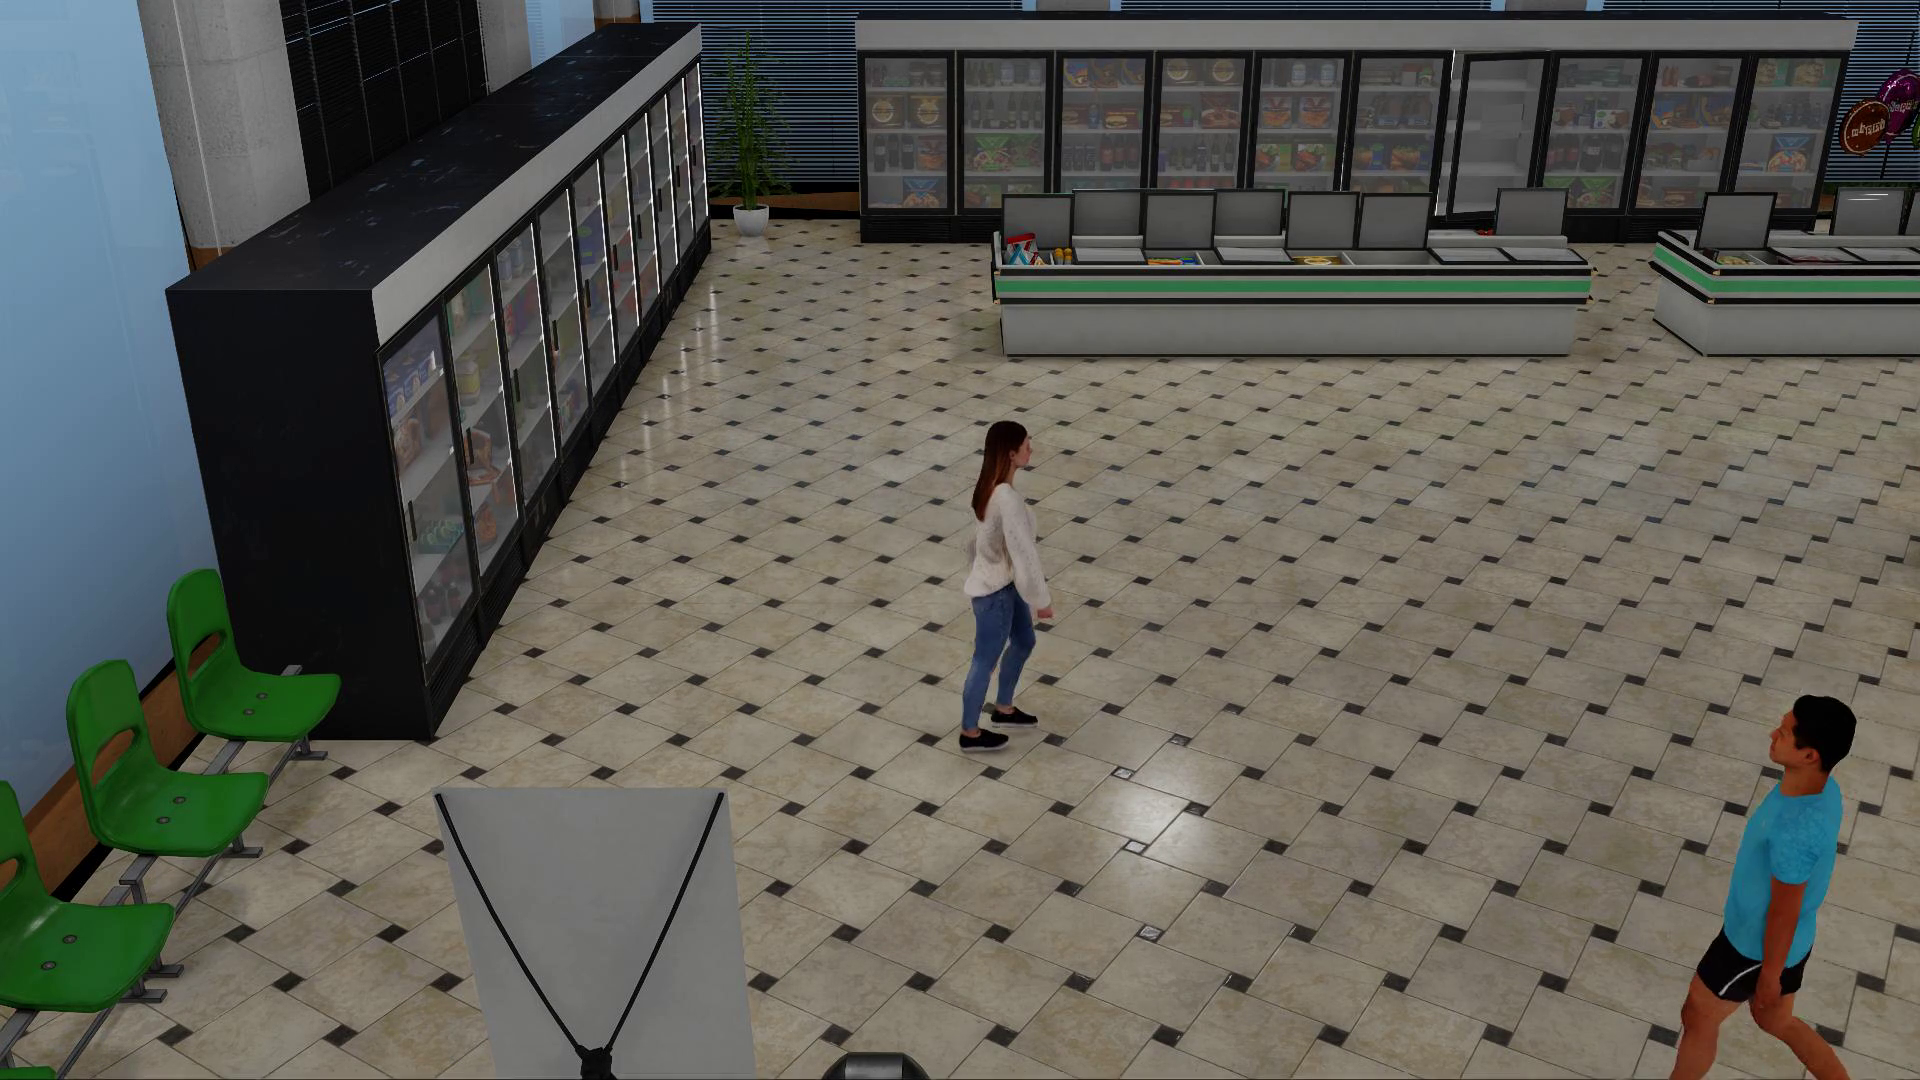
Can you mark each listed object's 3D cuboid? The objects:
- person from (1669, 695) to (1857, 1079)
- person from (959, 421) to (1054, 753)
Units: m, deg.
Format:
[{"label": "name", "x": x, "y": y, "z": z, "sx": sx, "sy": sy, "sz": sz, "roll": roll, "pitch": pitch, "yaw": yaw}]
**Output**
[{"label": "person", "x": 2.706, "y": 1.316, "z": 5.375, "sx": 1.204, "sy": 1.750, "sz": 1.031, "roll": 15, "pitch": 28, "yaw": 30}, {"label": "person", "x": 0.089, "y": 0.253, "z": 7.895, "sx": 0.674, "sy": 1.677, "sz": 0.664, "roll": -2, "pitch": 24, "yaw": -3}]
